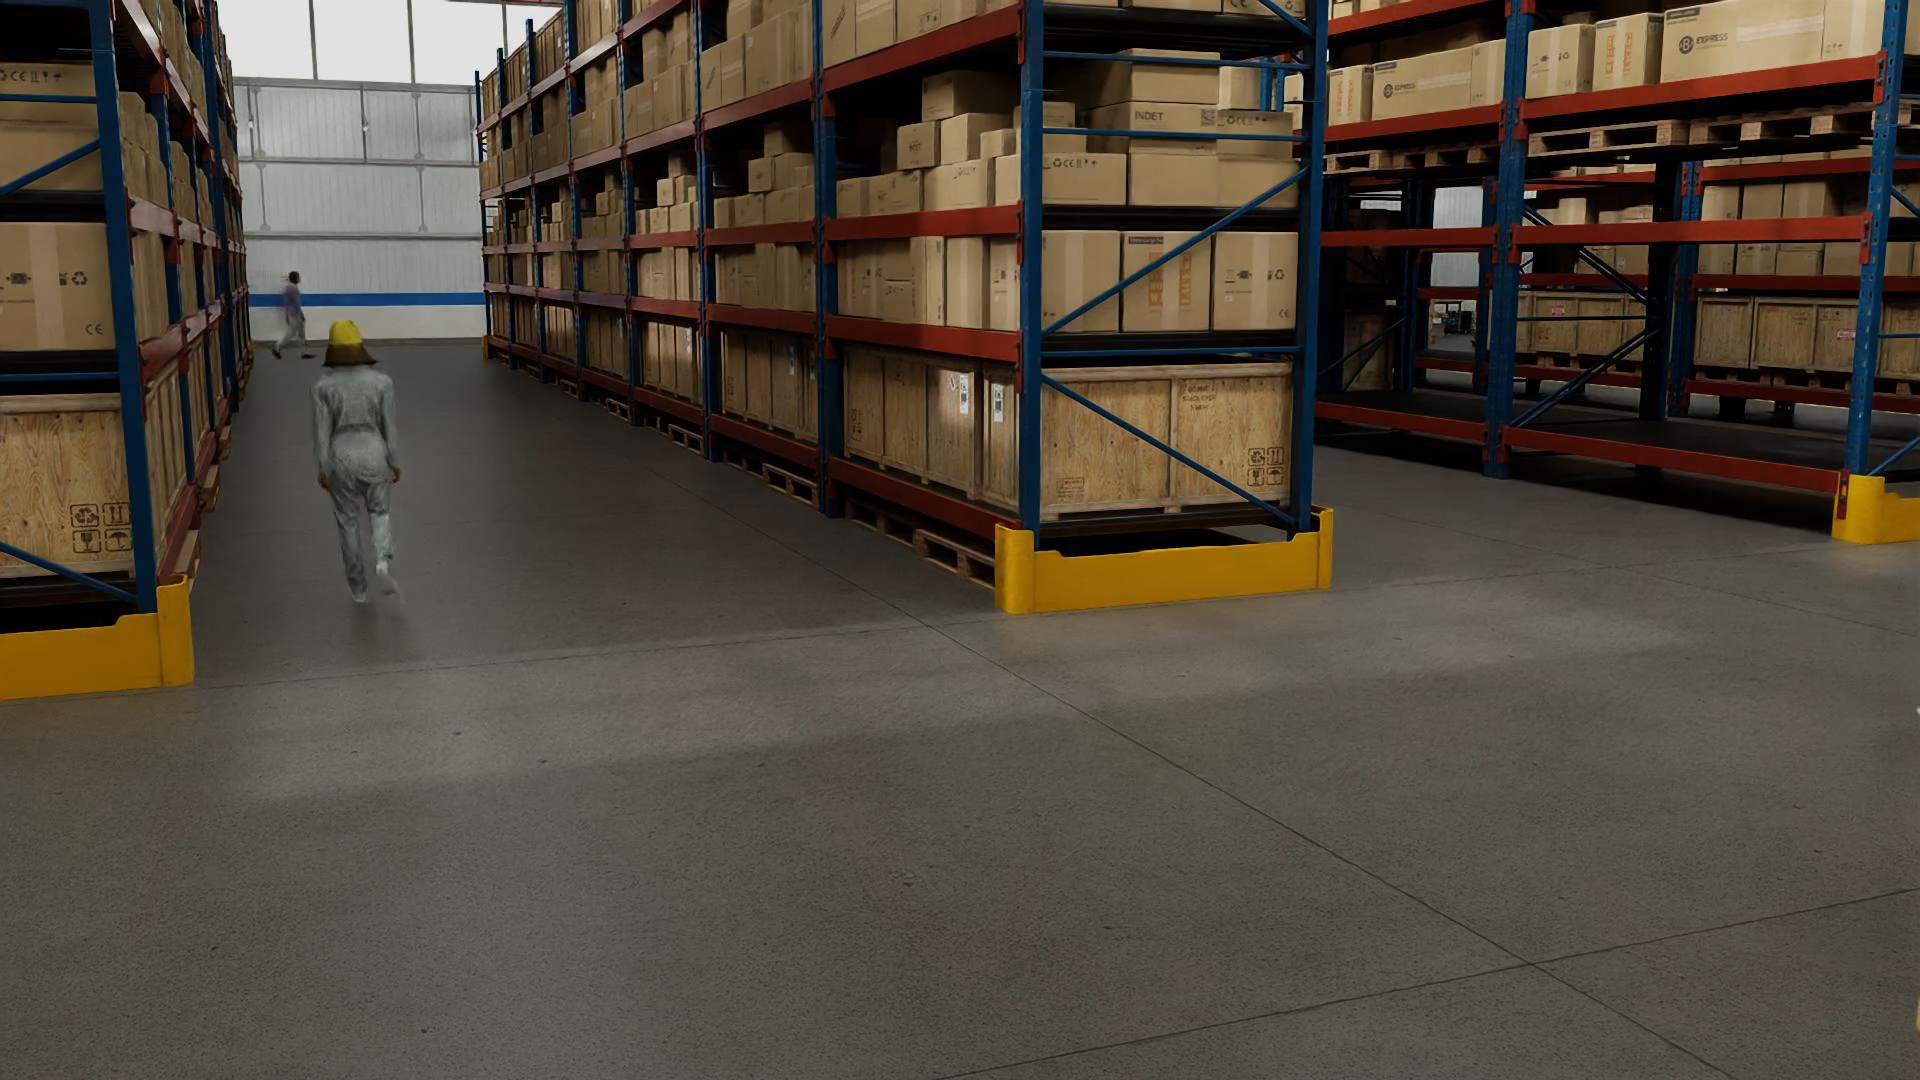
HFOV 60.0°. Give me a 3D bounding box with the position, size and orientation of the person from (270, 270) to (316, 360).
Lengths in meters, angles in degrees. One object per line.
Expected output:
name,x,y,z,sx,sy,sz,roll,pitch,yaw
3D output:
person,-14.310,-4.798,35.535,0.867,1.912,0.631,-5,11,-25

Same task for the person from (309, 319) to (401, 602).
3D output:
person,-3.659,-0.470,10.094,0.508,1.726,0.415,-4,10,-24

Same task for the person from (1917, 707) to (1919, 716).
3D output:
person,4.620,-0.096,7.394,0.644,1.899,0.396,1,10,6

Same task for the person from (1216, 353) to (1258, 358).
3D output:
person,2.181,-1.124,13.812,0.635,1.807,0.917,-3,10,-19
